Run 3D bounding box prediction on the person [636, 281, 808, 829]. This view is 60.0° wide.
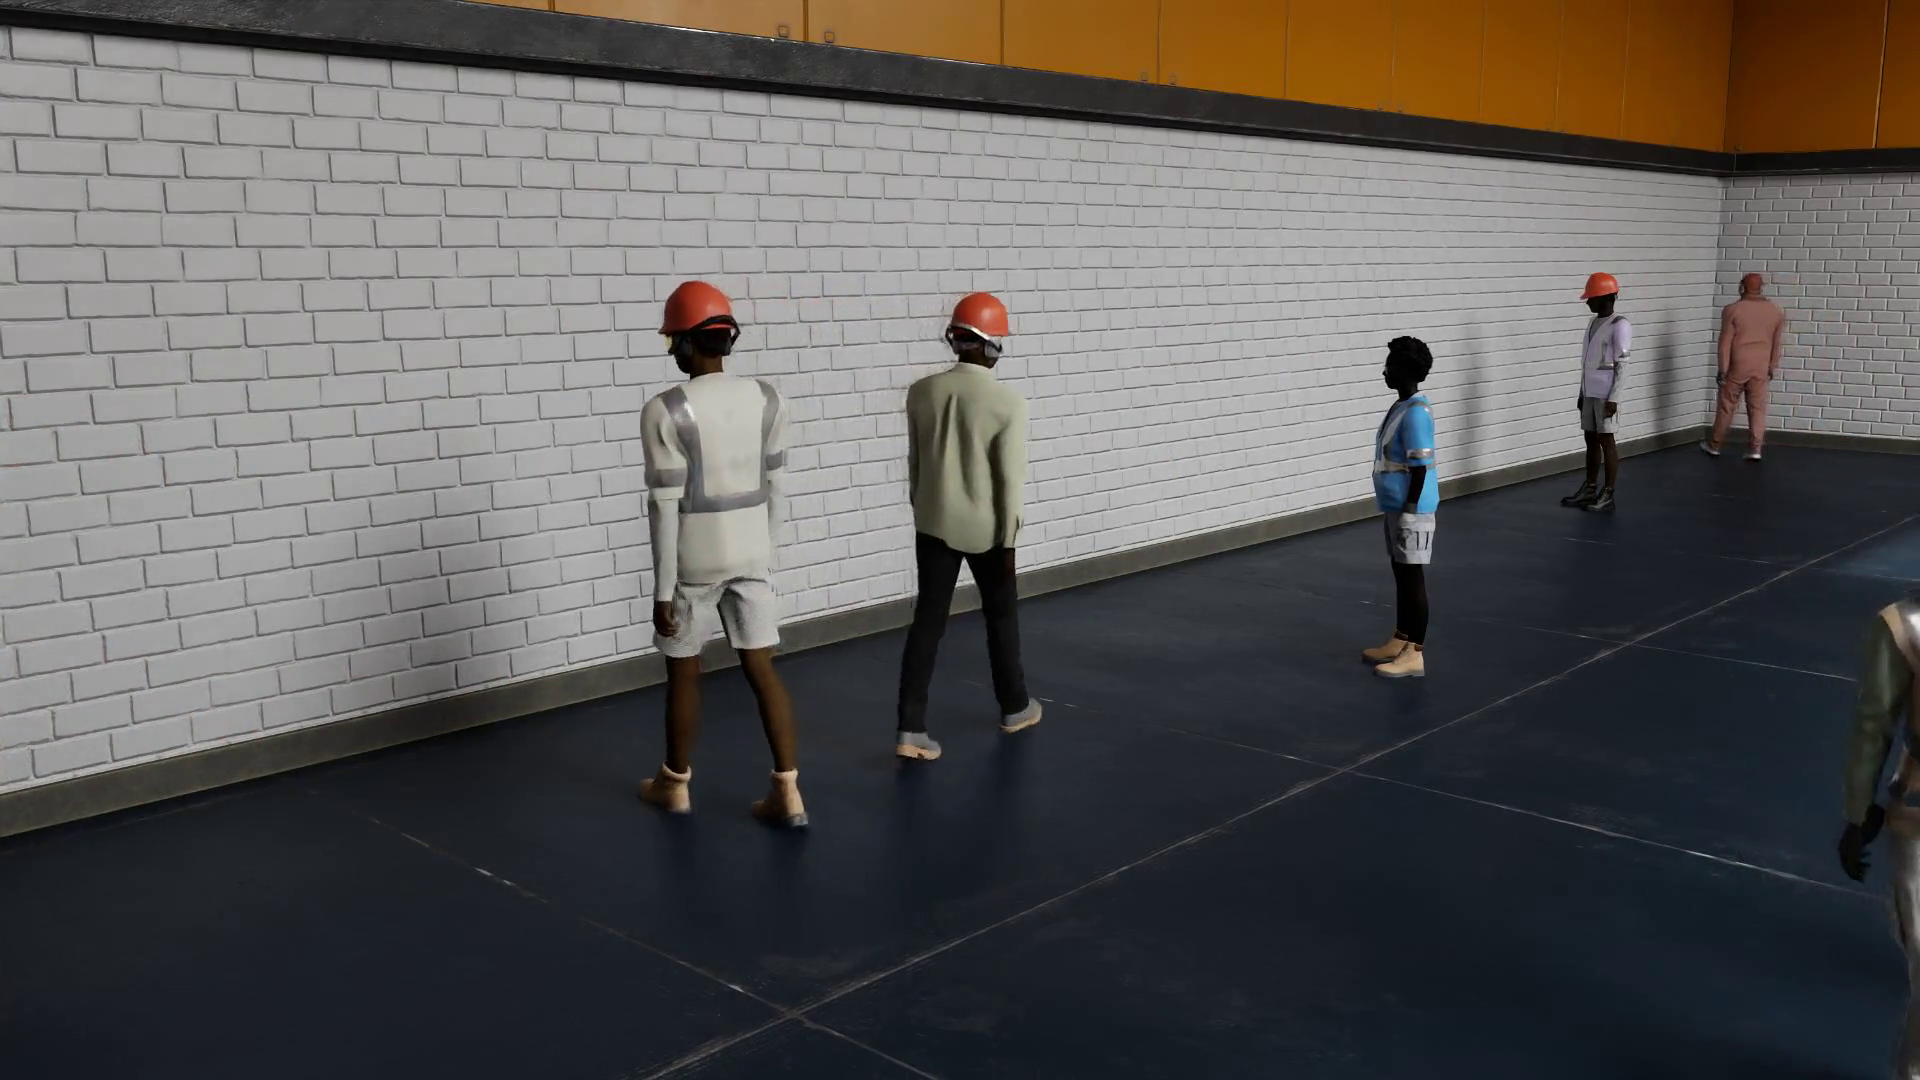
[{"bbox_3d":[-0.897,0.064,6.122,0.619,2.036,0.672,-8,13,-39],"label":"person"}]

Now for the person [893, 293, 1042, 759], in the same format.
[{"bbox_3d":[0.011,-0.059,7.008,0.620,1.955,1.011,5,11,27],"label":"person"}]

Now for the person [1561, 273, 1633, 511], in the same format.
[{"bbox_3d":[5.181,-1.196,13.510,0.374,1.929,0.542,-2,10,-9],"label":"person"}]

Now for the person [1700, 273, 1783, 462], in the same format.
[{"bbox_3d":[7.902,-1.745,16.788,0.671,1.868,0.821,0,10,-2],"label":"person"}]

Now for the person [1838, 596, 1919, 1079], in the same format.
[{"bbox_3d":[2.301,0.686,3.708,0.541,1.591,0.831,1,10,7],"label":"person"}]

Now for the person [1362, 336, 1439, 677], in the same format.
[{"bbox_3d":[2.215,-0.166,8.300,0.322,1.697,0.530,1,10,6],"label":"person"}]
